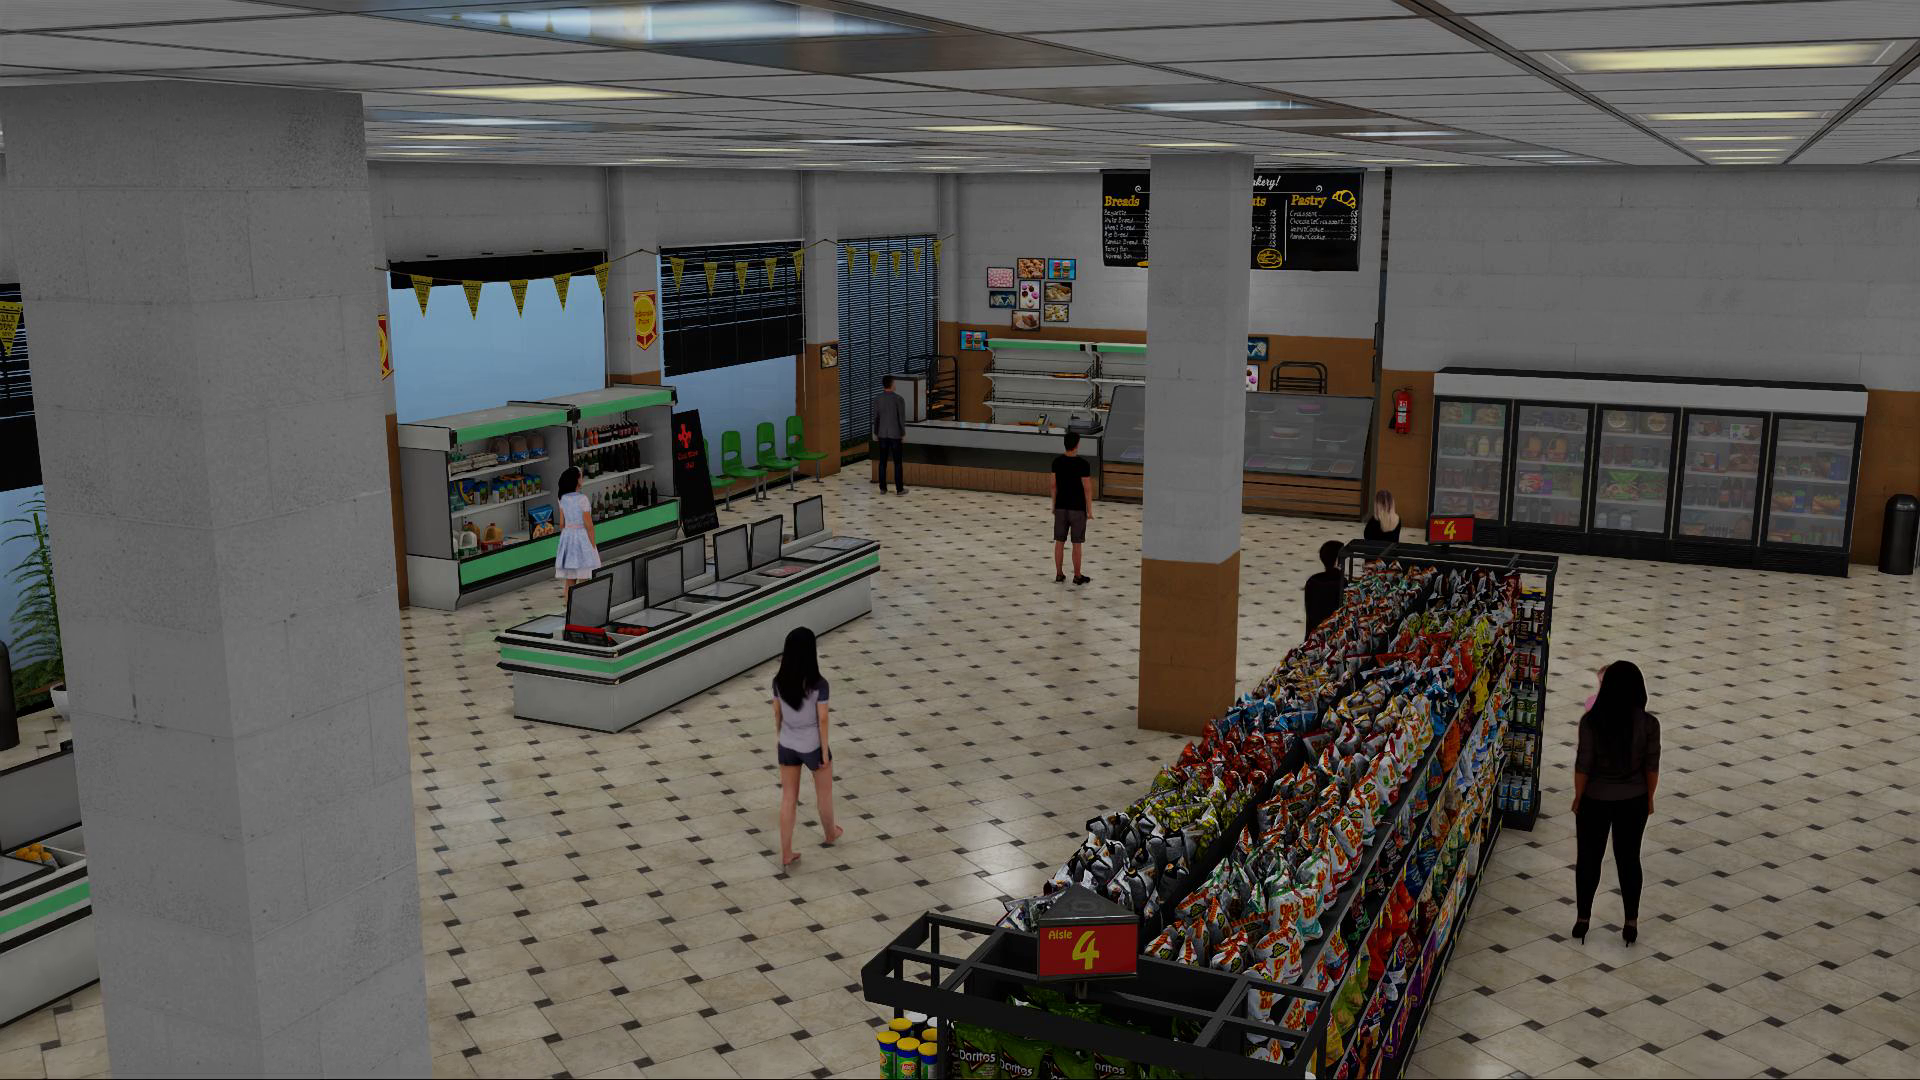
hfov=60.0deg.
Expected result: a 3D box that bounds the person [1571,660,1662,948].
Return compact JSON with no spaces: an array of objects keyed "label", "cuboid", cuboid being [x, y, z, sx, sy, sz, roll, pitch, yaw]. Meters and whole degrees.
[{"label":"person","cuboid":[4.095,1.653,10.431,0.706,1.840,0.669,3,12,12]}]

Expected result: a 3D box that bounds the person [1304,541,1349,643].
[{"label":"person","cuboid":[3.051,0.930,13.919,1.198,1.817,1.084,-7,14,-29]}]

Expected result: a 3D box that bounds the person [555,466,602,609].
[{"label":"person","cuboid":[-4.093,0.112,17.799,0.692,1.818,0.714,6,13,27]}]

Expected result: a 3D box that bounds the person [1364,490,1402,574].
[{"label":"person","cuboid":[4.346,0.320,17.138,0.659,1.685,0.756,-7,14,-30]}]

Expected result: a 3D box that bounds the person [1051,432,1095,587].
[{"label":"person","cuboid":[1.321,-0.389,20.078,0.672,1.861,0.540,5,13,24]}]

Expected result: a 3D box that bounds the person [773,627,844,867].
[{"label":"person","cuboid":[-1.145,1.473,11.685,0.665,1.676,0.970,4,13,19]}]

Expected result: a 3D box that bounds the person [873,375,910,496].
[{"label":"person","cuboid":[-1.087,-1.643,26.006,0.696,1.872,0.626,4,13,19]}]
